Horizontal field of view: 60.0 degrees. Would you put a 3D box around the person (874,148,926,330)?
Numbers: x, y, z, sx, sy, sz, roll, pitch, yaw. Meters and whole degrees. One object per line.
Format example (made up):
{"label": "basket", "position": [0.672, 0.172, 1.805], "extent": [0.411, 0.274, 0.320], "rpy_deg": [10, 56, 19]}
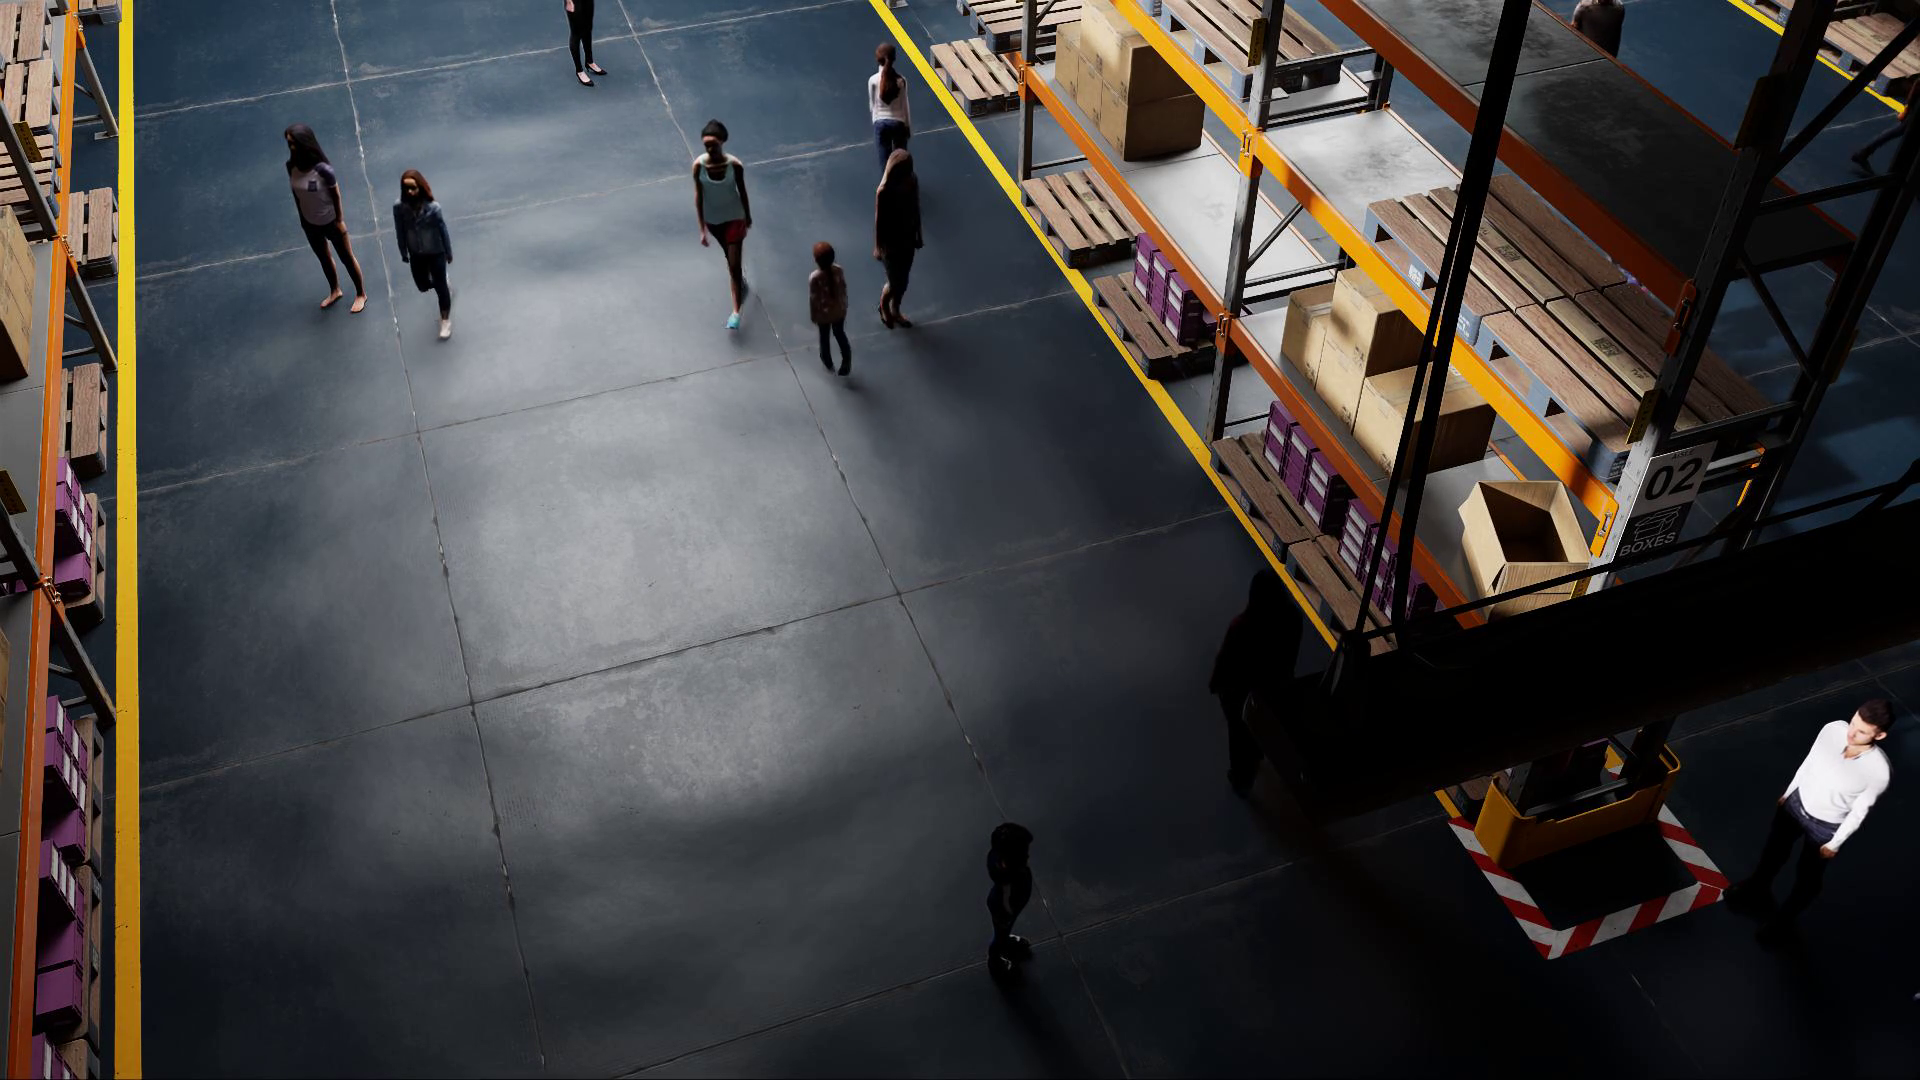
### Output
{"label": "person", "position": [-0.576, -2.478, 13.596], "extent": [0.708, 1.693, 0.733], "rpy_deg": [-34, 53, -30]}

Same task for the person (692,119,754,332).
{"label": "person", "position": [-1.952, -2.699, 13.809], "extent": [0.891, 1.718, 1.212], "rpy_deg": [2, 44, 2]}

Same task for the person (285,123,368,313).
{"label": "person", "position": [-5.282, -2.679, 13.797], "extent": [0.680, 1.706, 0.711], "rpy_deg": [11, 45, 12]}

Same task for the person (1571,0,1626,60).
{"label": "person", "position": [5.844, -4.485, 15.585], "extent": [0.905, 1.855, 1.268], "rpy_deg": [-2, 44, -2]}

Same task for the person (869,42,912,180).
{"label": "person", "position": [-0.637, -3.675, 14.976], "extent": [0.672, 1.522, 1.046], "rpy_deg": [-4, 44, -4]}

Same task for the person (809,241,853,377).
{"label": "person", "position": [-1.016, -1.822, 13.278], "extent": [0.505, 1.182, 0.726], "rpy_deg": [-20, 47, -20]}

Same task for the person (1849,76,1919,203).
{"label": "person", "position": [8.707, -3.998, 15.165], "extent": [0.856, 1.729, 1.229], "rpy_deg": [-25, 49, -24]}

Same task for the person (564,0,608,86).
{"label": "person", "position": [-3.818, -5.446, 16.663], "extent": [0.711, 1.759, 0.649], "rpy_deg": [17, 46, 17]}

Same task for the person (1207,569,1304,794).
{"label": "person", "position": [1.837, 0.927, 9.986], "extent": [0.726, 1.741, 0.719], "rpy_deg": [-24, 49, -23]}

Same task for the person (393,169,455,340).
{"label": "person", "position": [-4.374, -2.408, 13.686], "extent": [0.724, 1.467, 0.869], "rpy_deg": [0, 44, 0]}

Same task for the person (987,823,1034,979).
{"label": "person", "position": [0.263, 1.985, 9.253], "extent": [0.642, 1.222, 0.560], "rpy_deg": [12, 45, 12]}

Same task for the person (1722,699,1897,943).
{"label": "person", "position": [4.806, 1.523, 9.271], "extent": [0.660, 1.865, 0.493], "rpy_deg": [-14, 45, -14]}
